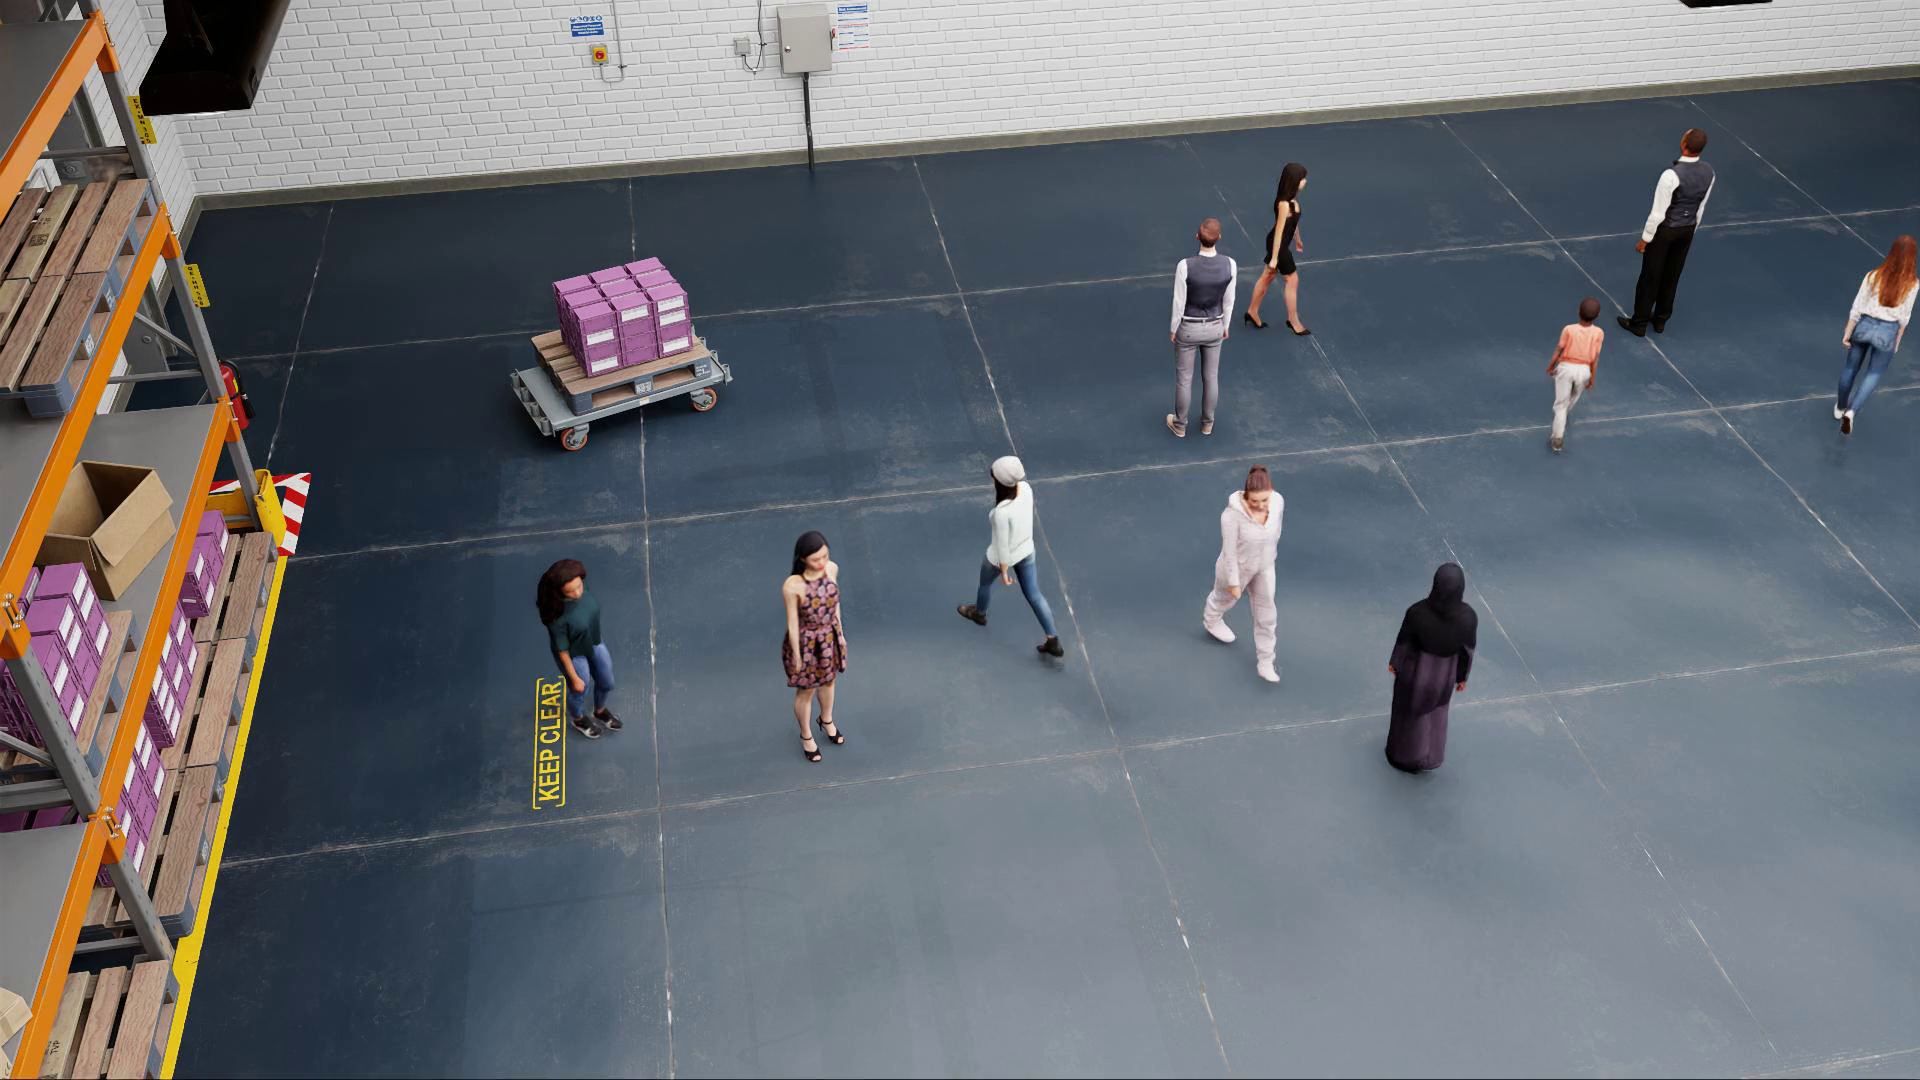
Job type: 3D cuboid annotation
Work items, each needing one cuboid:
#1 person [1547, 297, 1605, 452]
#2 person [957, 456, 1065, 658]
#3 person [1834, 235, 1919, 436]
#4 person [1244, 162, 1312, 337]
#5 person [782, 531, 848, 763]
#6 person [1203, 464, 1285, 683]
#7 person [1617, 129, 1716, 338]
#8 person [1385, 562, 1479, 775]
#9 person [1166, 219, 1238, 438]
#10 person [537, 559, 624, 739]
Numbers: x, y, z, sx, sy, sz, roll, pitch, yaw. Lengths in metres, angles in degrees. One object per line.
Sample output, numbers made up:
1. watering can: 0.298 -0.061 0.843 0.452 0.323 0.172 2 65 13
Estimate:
1. person: 4.910 -1.306 13.296 0.712 1.284 0.954 8 39 9
2. person: 0.424 0.129 11.245 1.183 1.602 1.059 28 46 31
3. person: 7.325 -1.612 13.332 0.930 1.716 0.996 23 44 26
4. person: 2.713 -2.552 14.579 0.816 1.628 0.860 8 39 10
5. person: -0.904 0.658 10.441 0.847 1.777 0.801 32 48 33
6. person: 1.874 0.134 11.208 0.793 1.639 1.116 -16 41 -19
7. person: 6.196 -2.675 14.501 0.706 1.919 0.598 -10 40 -12
8. person: 2.909 0.858 10.330 0.739 1.603 0.834 2 39 2
9. person: 1.918 -1.690 13.253 0.665 1.938 0.580 -3 39 -4
10. person: -2.455 0.686 10.562 0.807 1.582 0.733 8 39 10
